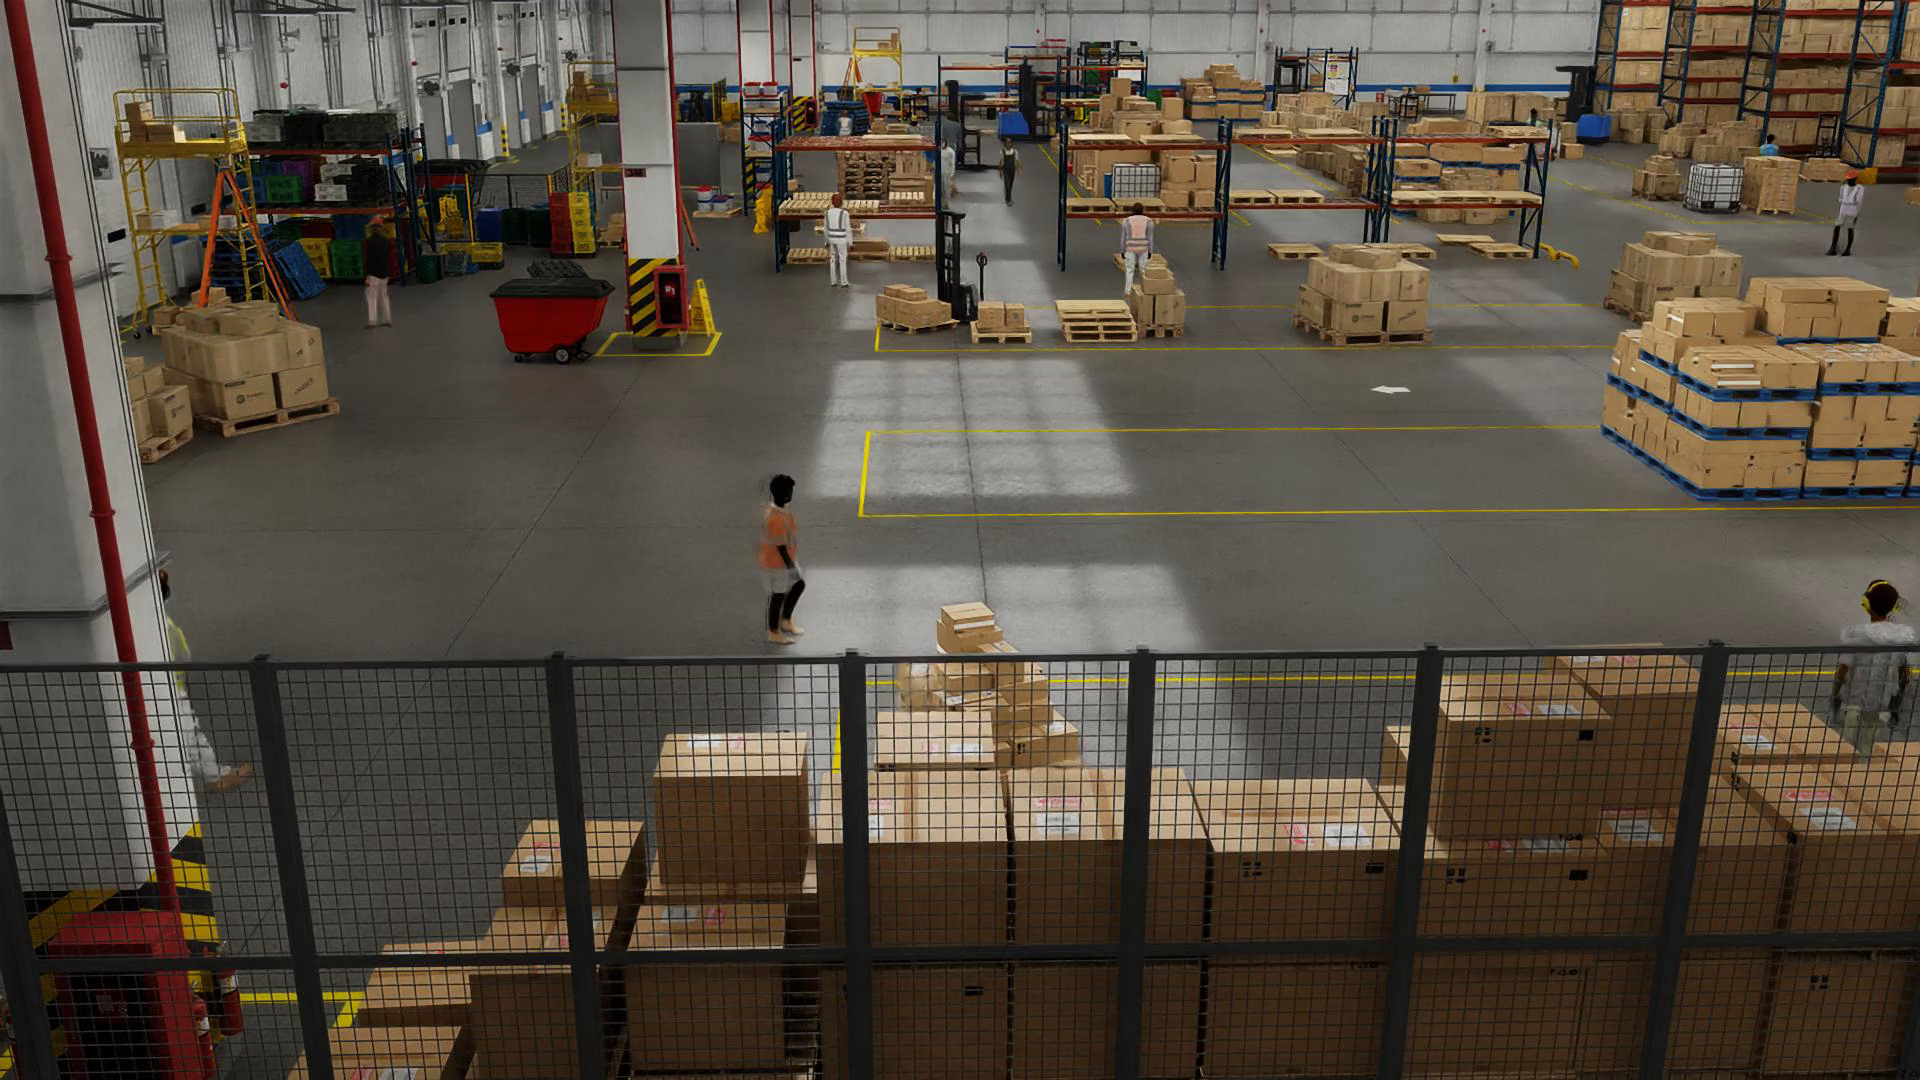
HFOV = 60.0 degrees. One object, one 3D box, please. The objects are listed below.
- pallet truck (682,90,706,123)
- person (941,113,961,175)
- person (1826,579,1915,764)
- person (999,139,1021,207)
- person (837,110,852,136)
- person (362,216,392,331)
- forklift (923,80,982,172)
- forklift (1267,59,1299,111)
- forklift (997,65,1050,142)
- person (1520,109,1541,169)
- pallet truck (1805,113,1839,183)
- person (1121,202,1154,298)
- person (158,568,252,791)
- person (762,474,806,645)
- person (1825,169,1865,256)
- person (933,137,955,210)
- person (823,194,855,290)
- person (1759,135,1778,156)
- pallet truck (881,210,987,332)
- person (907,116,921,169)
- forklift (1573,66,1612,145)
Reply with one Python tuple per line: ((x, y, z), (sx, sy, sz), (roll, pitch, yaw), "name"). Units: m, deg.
((-9.671, -15.907, 62.421), (0.823, 1.965, 1.885), (5, 19, 15), "pallet truck")
((-0.328, -12.531, 52.565), (0.635, 1.901, 0.950), (-7, 20, -20), "person")
((6.515, 1.182, 11.937), (0.532, 1.859, 0.563), (2, 19, 6), "person")
((1.347, -9.960, 45.102), (0.528, 1.785, 0.993), (-5, 19, -14), "person")
((-3.985, -14.040, 57.471), (0.518, 1.623, 0.687), (0, 19, 1), "person")
((-10.224, -4.666, 29.115), (0.461, 1.983, 0.633), (6, 19, 16), "person")
((-0.248, -13.248, 53.171), (1.873, 2.768, 1.129), (-1, 19, -1), "forklift")
((13.179, -18.071, 67.481), (1.129, 2.768, 1.873), (0, 19, -1), "forklift")
((2.415, -16.503, 62.828), (1.873, 2.768, 1.129), (-2, 19, -7), "forklift")
((18.550, -13.105, 54.294), (0.599, 1.881, 0.924), (-12, 22, -32), "person")
((26.403, -11.957, 50.702), (0.823, 1.965, 1.885), (6, 19, 16), "pallet truck")
((3.399, -5.569, 32.015), (0.624, 1.835, 0.431), (-1, 19, -2), "person")
((-5.828, 1.044, 12.407), (0.771, 1.814, 0.657), (-13, 22, -33), "person")
((-1.602, 0.192, 15.177), (0.435, 1.669, 0.549), (2, 19, 5), "person")
((19.605, -7.213, 36.772), (0.771, 1.909, 0.568), (-13, 23, -34), "person")
((-0.485, -9.715, 44.173), (0.655, 1.914, 0.803), (8, 20, 23), "person")
((-2.397, -5.891, 32.914), (0.661, 1.870, 0.345), (9, 21, 24), "person")
((23.203, -10.823, 47.860), (0.548, 1.644, 0.889), (2, 19, 6), "person")
((-0.493, -4.759, 29.349), (1.885, 1.965, 0.823), (-13, 23, -34), "pallet truck")
((-1.470, -12.754, 53.476), (0.480, 1.733, 0.333), (-6, 19, -16), "person")
((23.293, -16.232, 62.025), (1.873, 2.768, 1.129), (17, 25, 41), "forklift")
